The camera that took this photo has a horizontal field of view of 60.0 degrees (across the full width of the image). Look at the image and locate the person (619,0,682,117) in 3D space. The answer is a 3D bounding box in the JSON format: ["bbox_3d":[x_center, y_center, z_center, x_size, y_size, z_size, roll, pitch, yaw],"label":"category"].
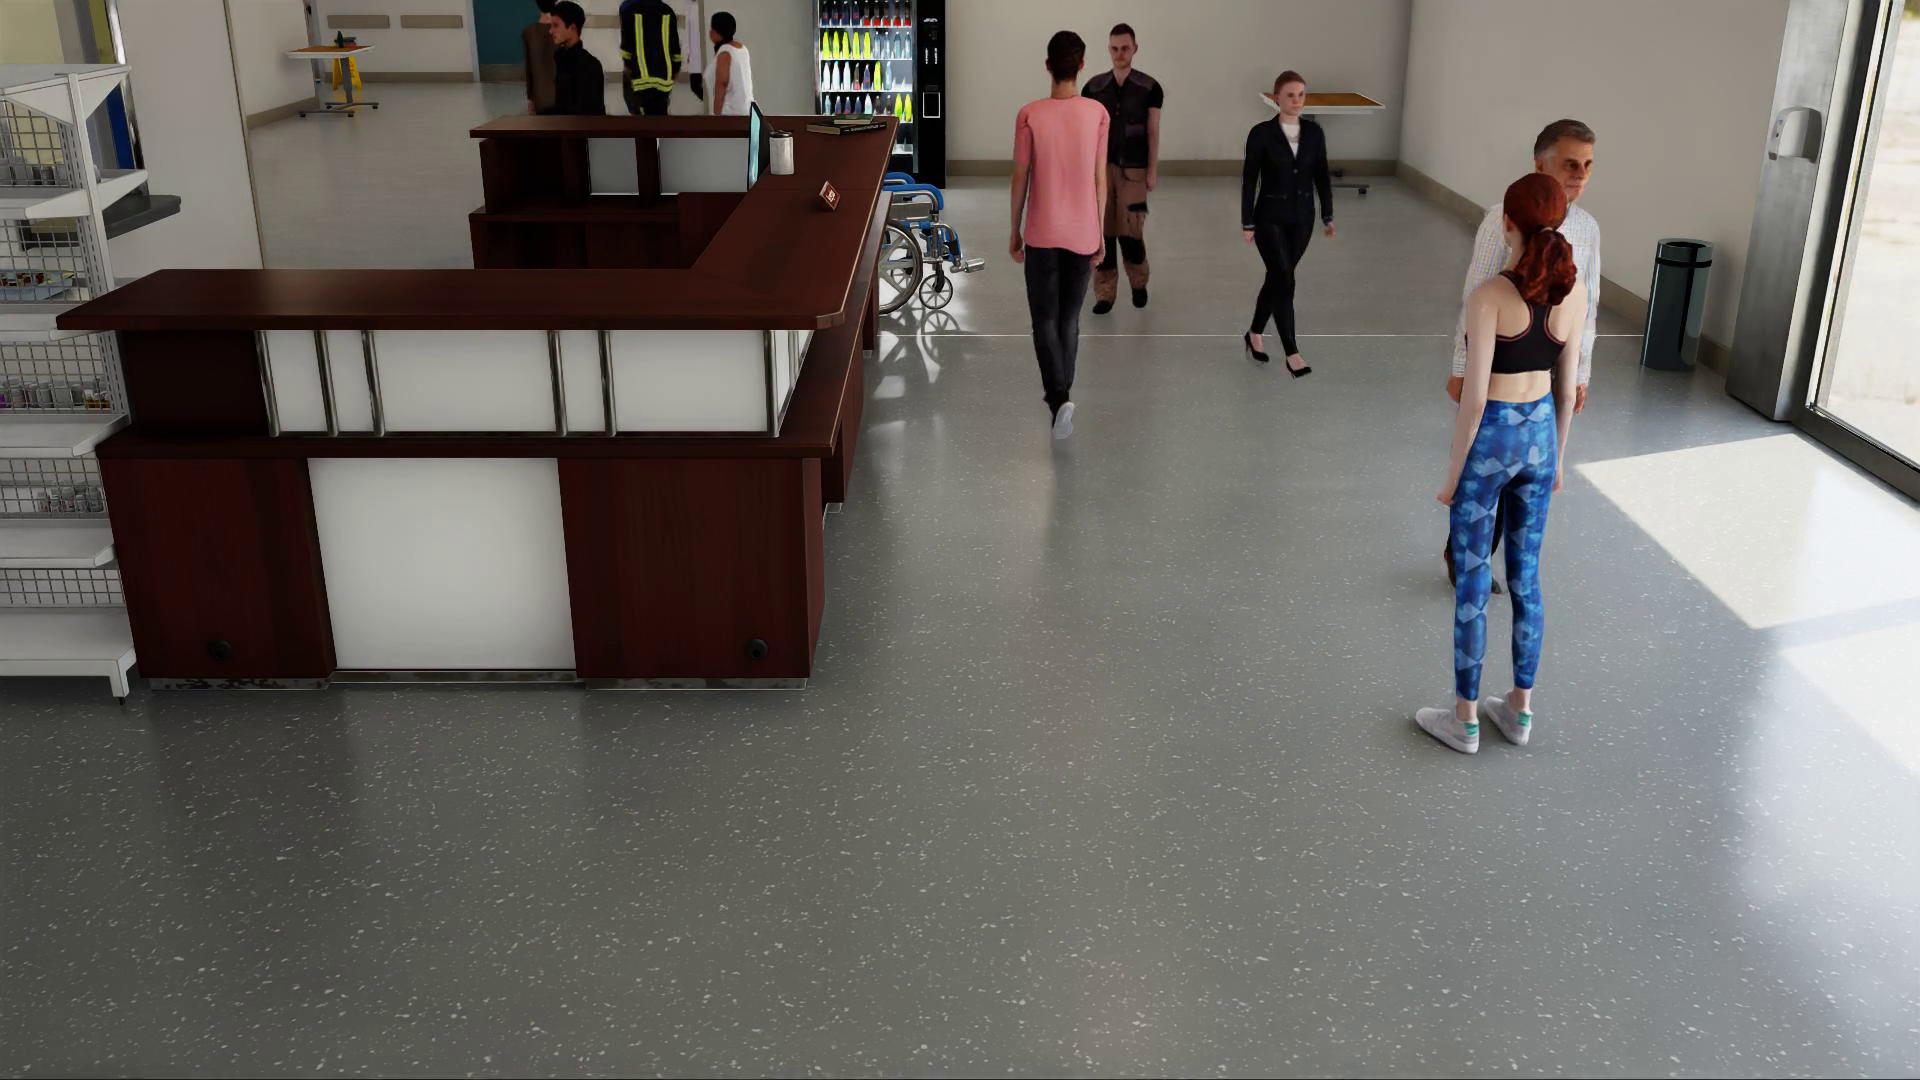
[{"bbox_3d":[-3.204,-4.931,17.358,1.178,1.895,1.125,-7,22,-18],"label":"person"}]

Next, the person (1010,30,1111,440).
[{"bbox_3d":[0.499,-1.443,8.099,1.146,1.930,0.789,-3,21,-7],"label":"person"}]

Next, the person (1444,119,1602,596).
[{"bbox_3d":[2.055,-0.669,6.246,0.658,1.795,0.793,-4,21,-10],"label":"person"}]

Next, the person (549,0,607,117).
[{"bbox_3d":[-2.444,-2.623,11.215,0.828,1.930,0.810,-8,22,-19],"label":"person"}]

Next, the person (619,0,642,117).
[{"bbox_3d":[-3.476,-5.321,18.437,0.773,1.859,0.861,-11,23,-26],"label":"person"}]

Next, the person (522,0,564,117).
[{"bbox_3d":[-3.516,-3.765,14.344,1.143,1.850,0.814,3,21,7],"label":"person"}]

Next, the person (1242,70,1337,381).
[{"bbox_3d":[1.768,-1.737,9.285,1.084,1.640,0.912,-7,22,-17],"label":"person"}]

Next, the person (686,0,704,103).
[{"bbox_3d":[-2.920,-5.638,19.369,0.829,1.792,0.815,7,22,18],"label":"person"}]

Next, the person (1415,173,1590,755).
[{"bbox_3d":[1.650,-0.209,5.048,0.581,1.785,0.696,-6,22,-15],"label":"person"}]

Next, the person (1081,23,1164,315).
[{"bbox_3d":[1.032,-2.384,10.727,0.727,1.827,0.833,6,22,17],"label":"person"}]

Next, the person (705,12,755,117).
[{"bbox_3d":[-1.917,-3.684,14.411,1.164,1.650,0.808,4,21,10],"label":"person"}]
